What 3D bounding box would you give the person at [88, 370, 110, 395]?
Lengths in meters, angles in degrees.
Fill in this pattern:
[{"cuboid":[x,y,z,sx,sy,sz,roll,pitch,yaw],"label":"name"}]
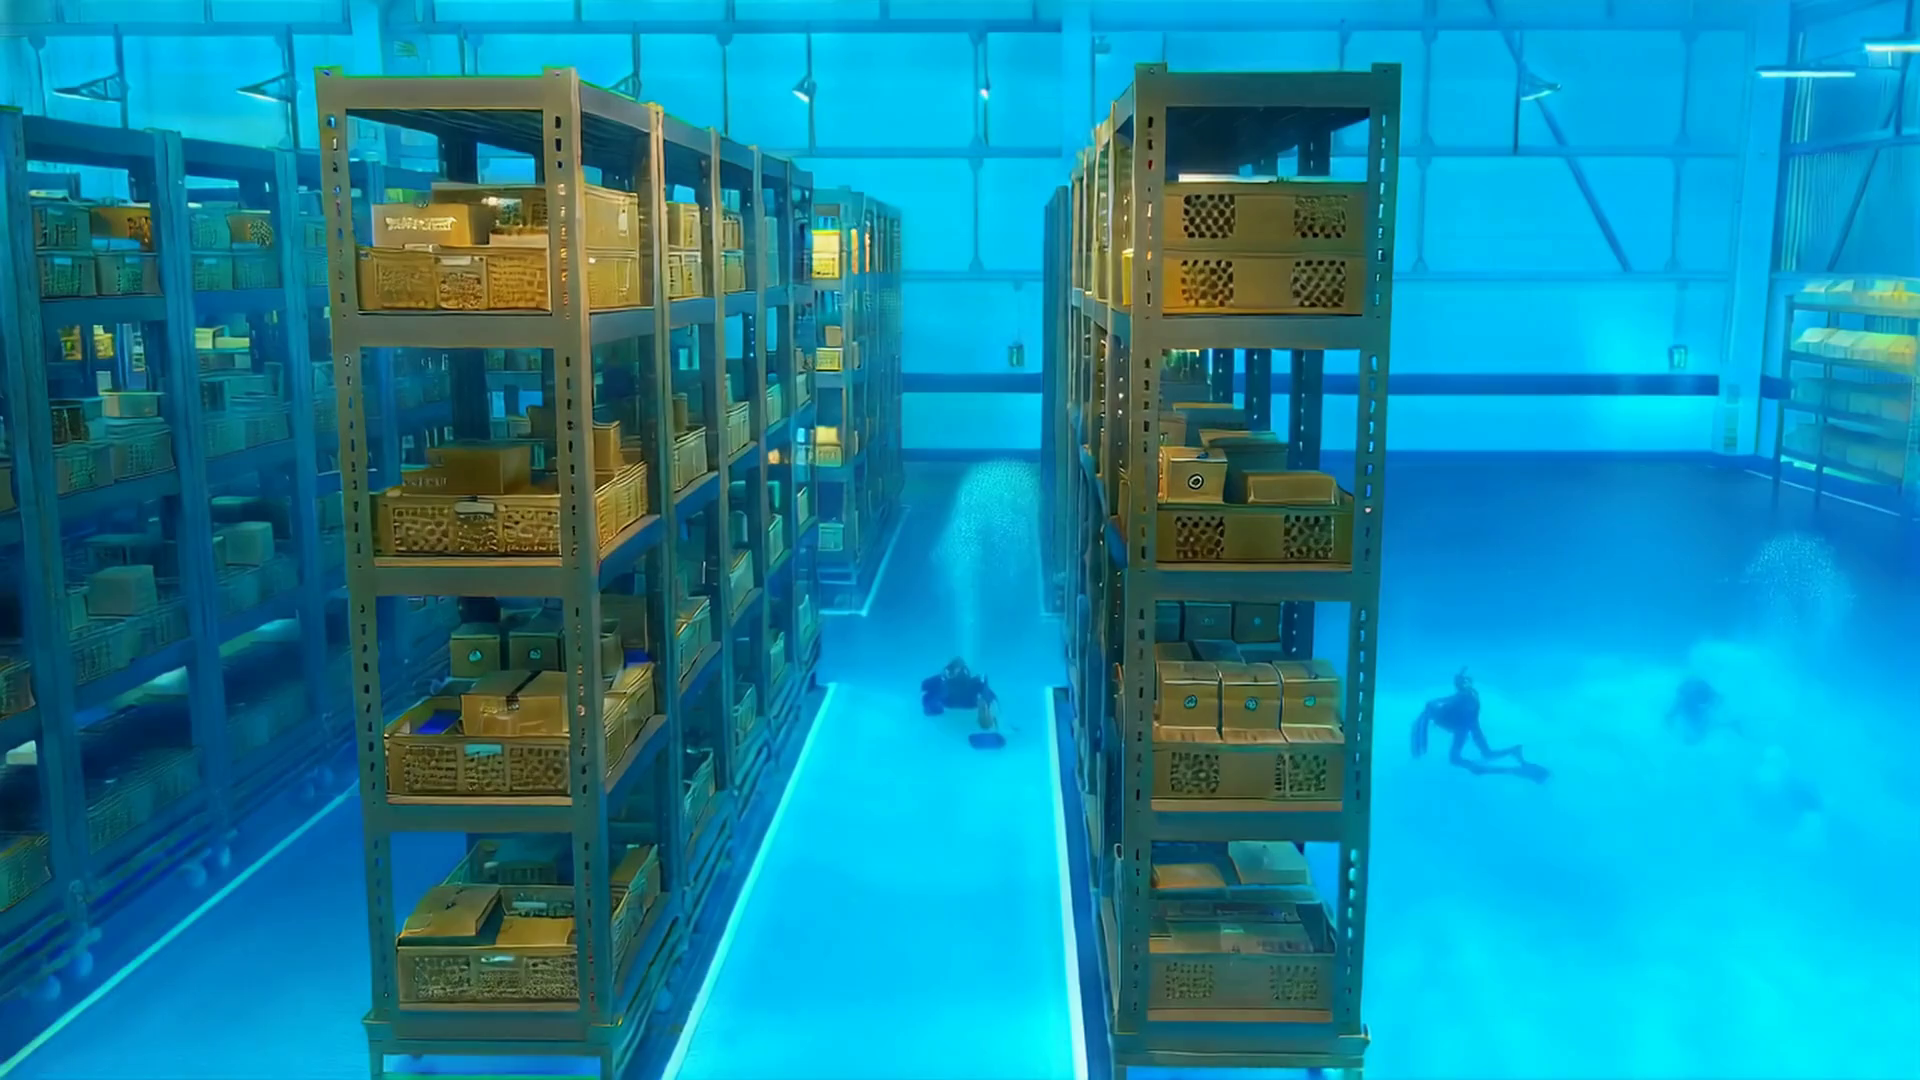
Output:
[{"cuboid":[-11.005,-1.477,21.145,0.456,1.822,0.589,3,10,17],"label":"person"}]
